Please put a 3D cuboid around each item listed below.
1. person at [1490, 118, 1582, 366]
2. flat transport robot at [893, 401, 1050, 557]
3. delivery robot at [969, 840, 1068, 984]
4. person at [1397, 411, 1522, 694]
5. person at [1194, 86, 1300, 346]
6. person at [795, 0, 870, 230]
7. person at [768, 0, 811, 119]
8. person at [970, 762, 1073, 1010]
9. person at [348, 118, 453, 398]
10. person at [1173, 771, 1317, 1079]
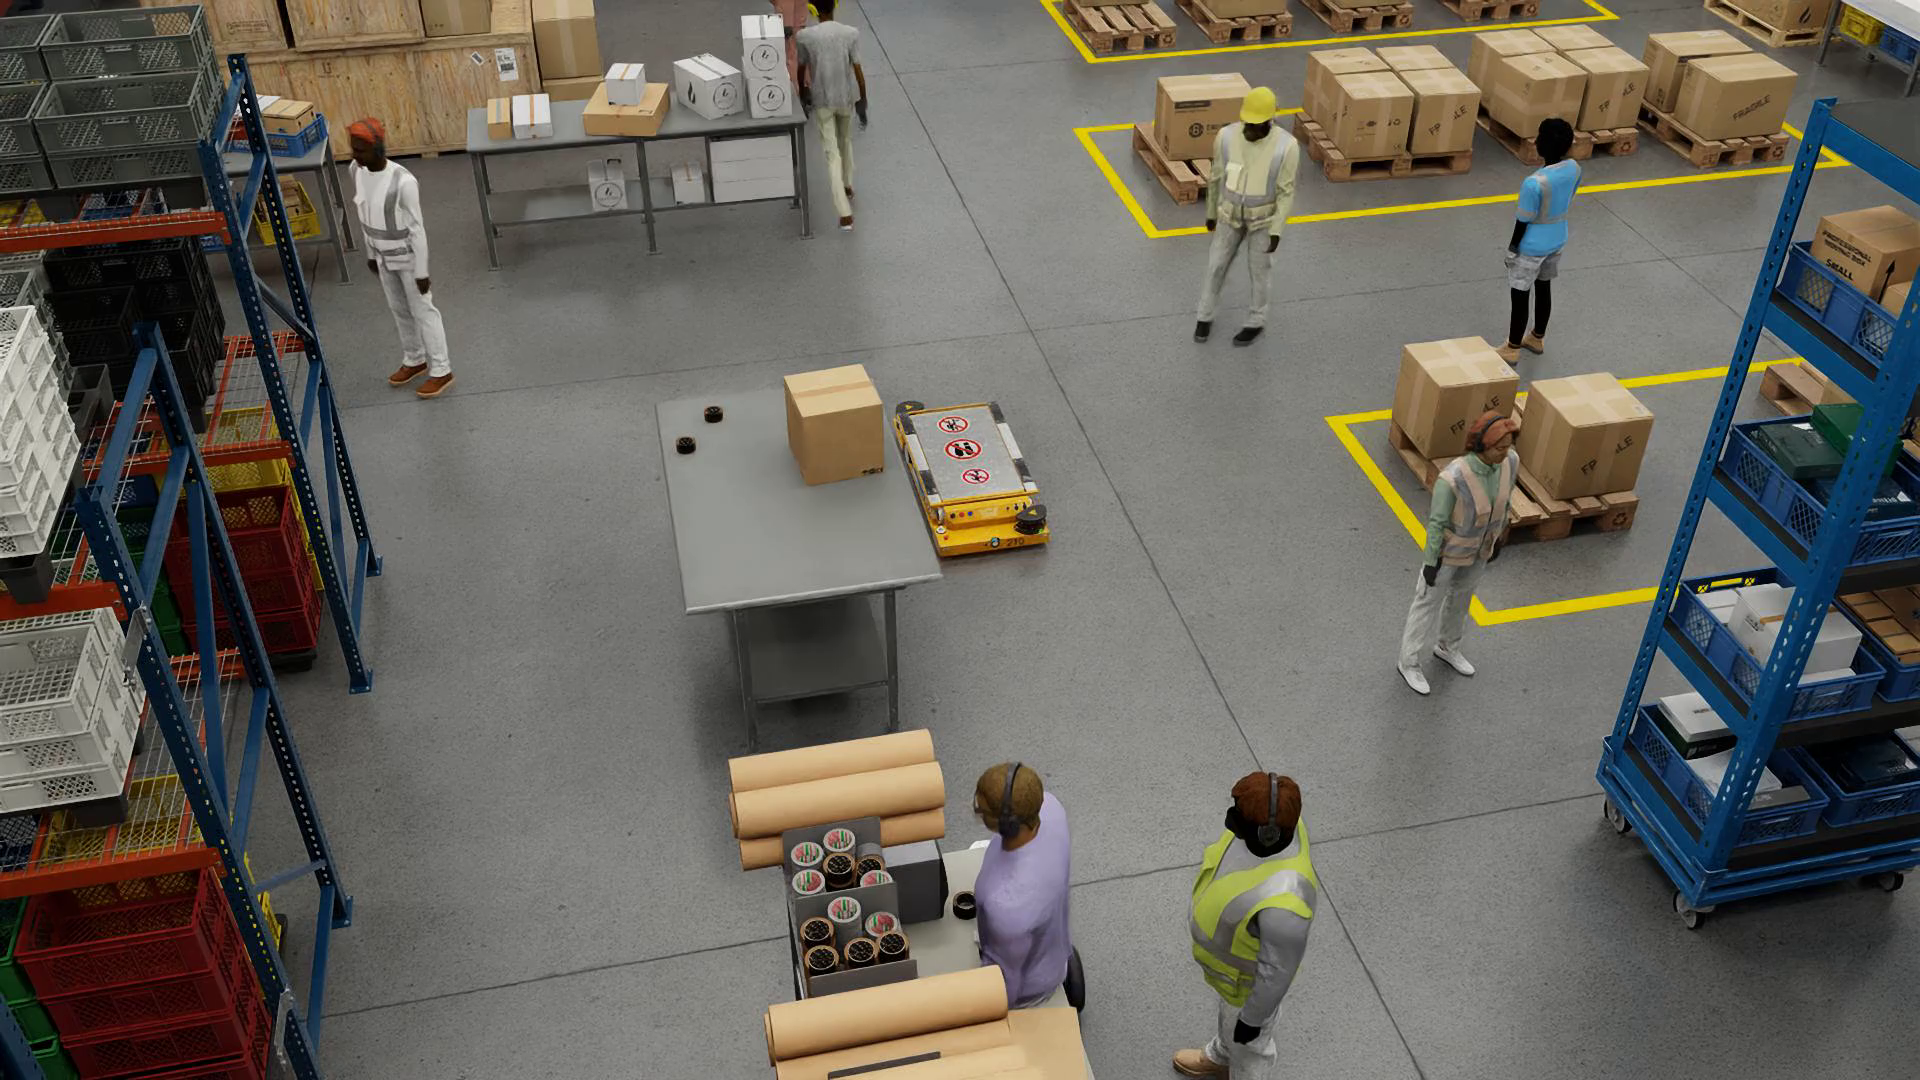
[{"bbox_3d":[3.810,-1.965,10.991,0.534,1.695,0.320,-25,43,-29],"label":"person"},{"bbox_3d":[0.046,-0.430,10.108,0.652,0.197,1.431,-8,37,-10],"label":"flat transport robot"},{"bbox_3d":[0.233,1.591,7.081,0.477,0.478,0.707,-5,37,-6],"label":"delivery robot"},{"bbox_3d":[2.508,0.054,8.327,0.519,1.632,0.317,-19,41,-23],"label":"person"},{"bbox_3d":[1.921,-2.177,11.170,0.613,1.814,0.435,14,39,19],"label":"person"},{"bbox_3d":[-0.974,-3.333,12.734,0.503,1.819,0.940,-13,39,-17],"label":"person"},{"bbox_3d":[-1.490,-4.588,14.348,0.398,1.899,0.649,1,37,1],"label":"person"},{"bbox_3d":[0.216,1.545,6.078,0.371,1.929,0.629,8,37,11],"label":"person"},{"bbox_3d":[-3.583,-1.795,10.613,0.575,1.878,0.355,23,43,28],"label":"person"},{"bbox_3d":[1.044,1.544,6.148,0.429,1.845,0.621,0,37,0],"label":"person"}]
